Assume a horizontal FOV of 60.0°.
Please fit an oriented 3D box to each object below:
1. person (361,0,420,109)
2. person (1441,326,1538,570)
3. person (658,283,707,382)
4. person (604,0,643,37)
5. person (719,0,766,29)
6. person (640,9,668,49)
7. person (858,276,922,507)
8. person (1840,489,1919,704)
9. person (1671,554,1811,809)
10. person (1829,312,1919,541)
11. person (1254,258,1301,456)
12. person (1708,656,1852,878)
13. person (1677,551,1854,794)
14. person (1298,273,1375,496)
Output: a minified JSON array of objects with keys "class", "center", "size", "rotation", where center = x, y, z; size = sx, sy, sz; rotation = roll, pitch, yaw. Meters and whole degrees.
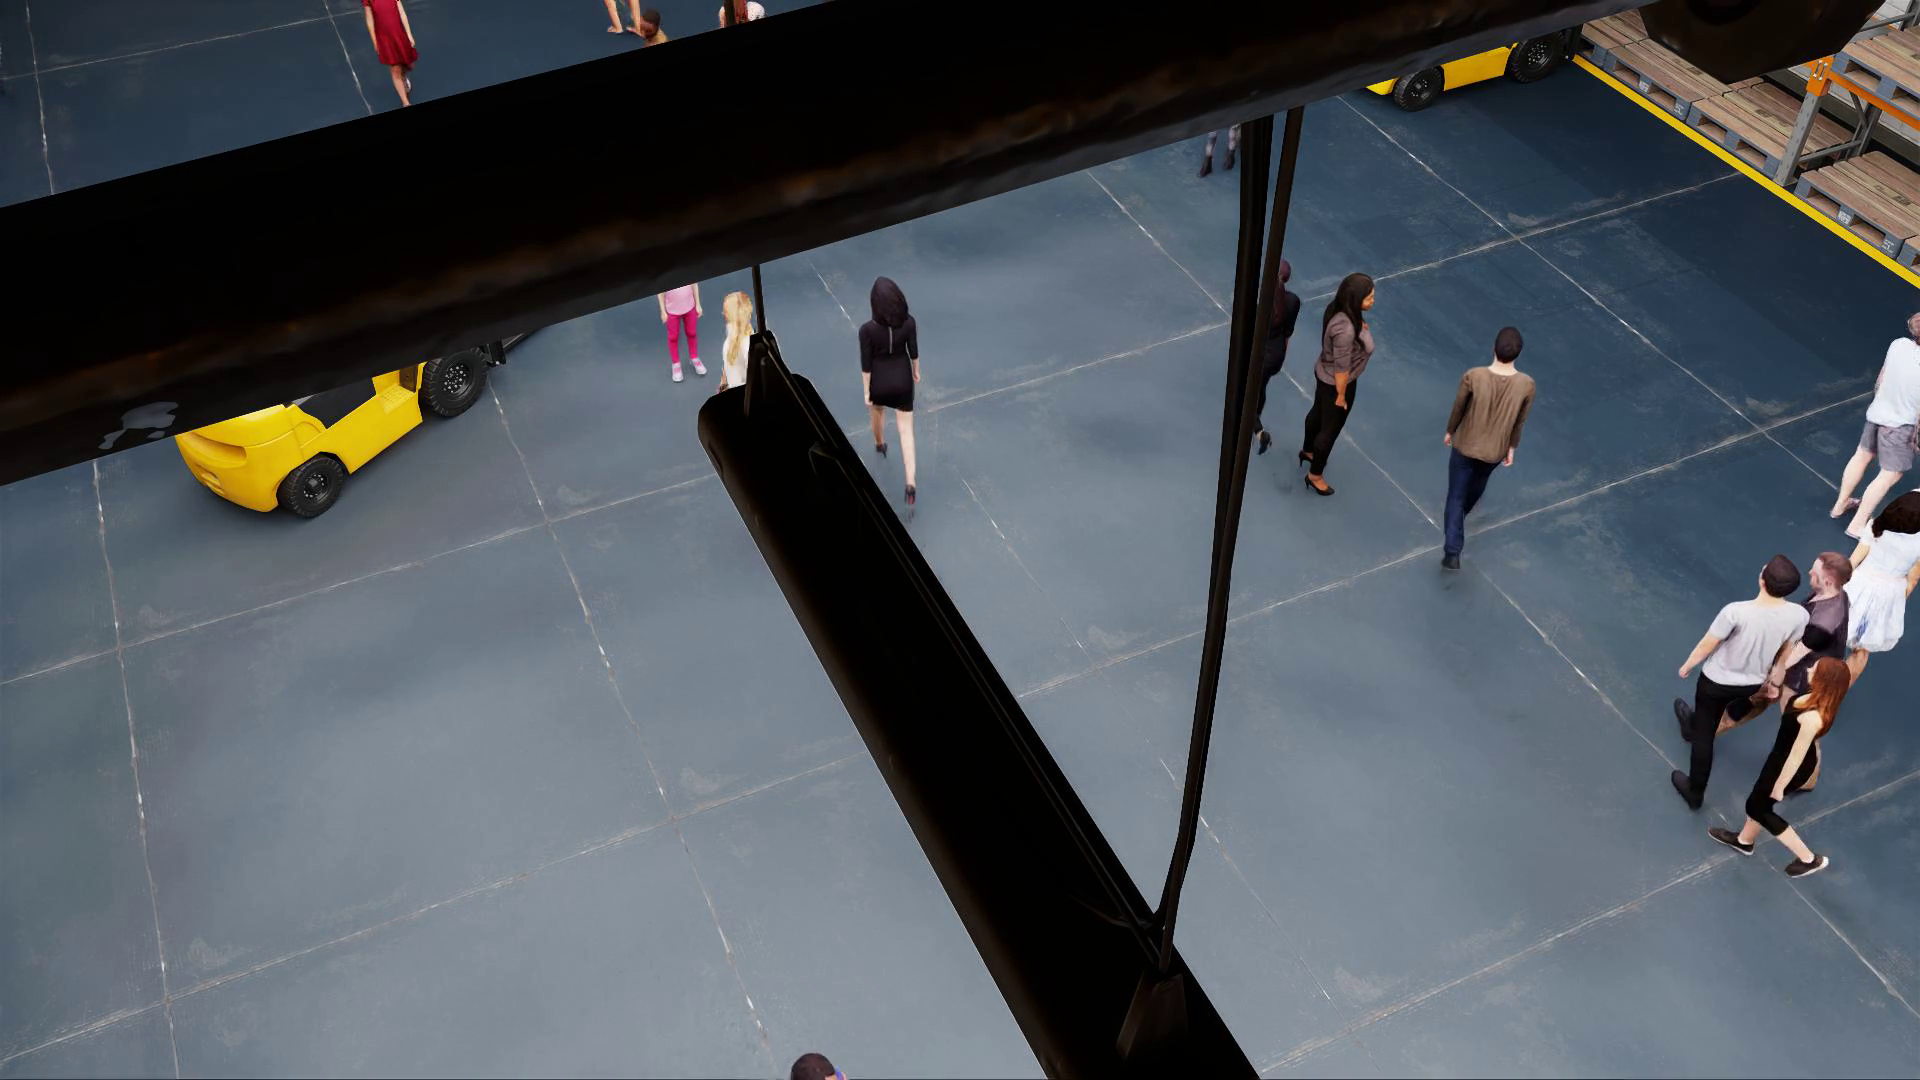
[{"class":"person","center":[-5.588,-4.965,16.305],"size":[0.607,1.537,0.865],"rotation":[-22,48,-22]},{"class":"person","center":[3.594,-0.601,11.496],"size":[1.090,1.853,1.275],"rotation":[6,44,6]},{"class":"person","center":[-2.238,-1.875,13.252],"size":[0.483,1.274,0.500],"rotation":[-16,46,-16]},{"class":"person","center":[-3.491,-6.003,17.343],"size":[0.654,1.608,0.687],"rotation":[-34,53,-30]},{"class":"person","center":[-2.012,-4.429,15.608],"size":[0.858,1.723,1.149],"rotation":[-2,44,-2]},{"class":"person","center":[-2.685,-4.074,15.180],"size":[0.896,1.799,0.462],"rotation":[-7,44,-7]},{"class":"person","center":[-0.474,-1.033,12.017],"size":[0.785,1.760,1.196],"rotation":[-9,44,-9]},{"class":"person","center":[5.722,0.382,10.489],"size":[0.843,1.818,0.913],"rotation":[21,48,21]},{"class":"person","center":[4.631,0.884,9.954],"size":[0.977,1.830,1.188],"rotation":[-1,44,-1]},{"class":"person","center":[6.579,-0.803,11.735],"size":[0.899,1.815,0.568],"rotation":[-6,44,-7]},{"class":"person","center":[2.275,-1.299,12.384],"size":[0.655,1.639,0.816],"rotation":[-15,46,-16]},{"class":"person","center":[4.850,1.336,9.566],"size":[0.969,1.709,0.821],"rotation":[27,50,25]},{"class":"person","center":[5.153,0.865,10.003],"size":[1.219,1.790,1.101],"rotation":[14,45,14]},{"class":"person","center":[2.709,-1.147,12.079],"size":[0.801,1.838,0.689],"rotation":[1,44,2]}]
